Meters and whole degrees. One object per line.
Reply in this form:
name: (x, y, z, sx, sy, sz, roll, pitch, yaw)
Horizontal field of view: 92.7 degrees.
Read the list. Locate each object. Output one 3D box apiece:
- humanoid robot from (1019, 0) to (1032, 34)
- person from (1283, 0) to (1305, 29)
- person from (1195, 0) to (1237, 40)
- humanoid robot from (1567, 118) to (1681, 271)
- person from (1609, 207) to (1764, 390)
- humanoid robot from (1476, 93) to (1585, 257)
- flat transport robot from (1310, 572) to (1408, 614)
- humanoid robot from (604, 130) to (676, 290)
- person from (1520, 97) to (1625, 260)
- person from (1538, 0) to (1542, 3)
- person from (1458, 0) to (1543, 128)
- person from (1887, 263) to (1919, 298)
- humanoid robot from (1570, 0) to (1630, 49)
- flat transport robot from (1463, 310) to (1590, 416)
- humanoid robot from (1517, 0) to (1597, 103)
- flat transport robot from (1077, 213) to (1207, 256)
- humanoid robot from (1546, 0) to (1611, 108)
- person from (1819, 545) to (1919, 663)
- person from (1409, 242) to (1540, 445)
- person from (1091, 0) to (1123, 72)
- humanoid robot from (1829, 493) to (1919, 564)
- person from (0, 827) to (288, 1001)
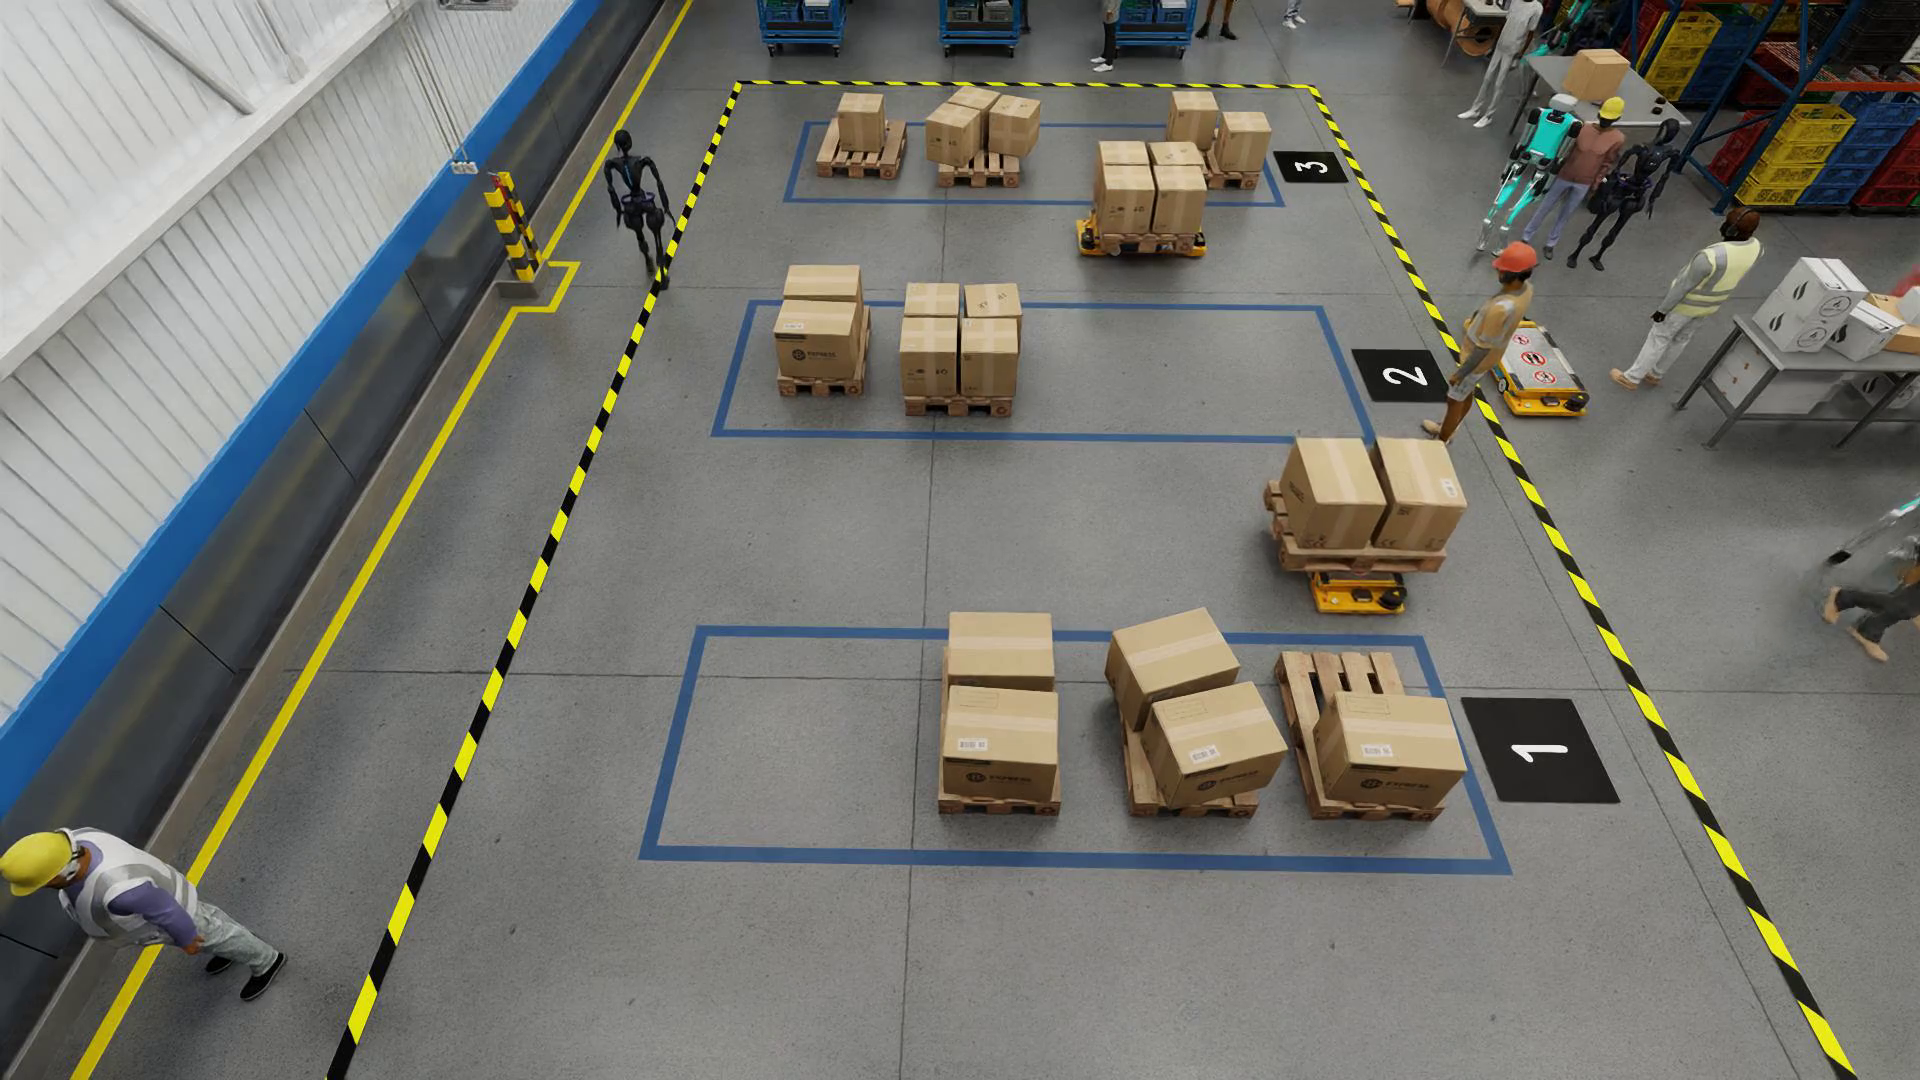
humanoid robot: (0.997, -8.774, 14.203, 0.307, 1.651, 0.616, 13, 50, 11)
person: (5.461, -9.019, 14.362, 0.287, 1.745, 0.486, 35, 58, 26)
person: (4.106, -8.635, 13.938, 0.664, 1.894, 0.391, -2, 49, -1)
humanoid robot: (7.108, -3.653, 9.752, 0.599, 1.659, 0.315, 10, 50, 8)
person: (6.653, -2.158, 8.370, 0.629, 1.835, 0.429, -11, 50, -10)
humanoid robot: (5.967, -3.809, 9.771, 0.735, 1.676, 0.533, -35, 58, -26)
flat transport robot: (3.133, -0.022, 7.534, 0.652, 0.197, 1.431, 1, 49, 1)
humanoid robot: (-3.338, -3.503, 9.645, 0.610, 1.632, 0.646, -7, 50, -6)
person: (6.648, -3.891, 9.909, 0.525, 1.768, 0.328, 21, 52, 17)
person: (8.591, -8.410, 13.641, 0.367, 2.044, 0.607, -34, 57, -26)
person: (7.153, -6.401, 12.018, 0.311, 1.864, 0.528, -17, 51, -14)
person: (9.979, -2.962, 9.029, 0.869, 1.890, 0.603, 20, 52, 16)
humanoid robot: (9.928, -8.206, 13.737, 0.794, 1.623, 0.587, 3, 49, 3)
flat transport robot: (5.573, -1.757, 9.054, 0.659, 0.231, 1.431, 1, 49, 1)
humanoid robot: (8.074, -6.873, 12.530, 0.535, 1.798, 0.798, -32, 56, -24)
flat transport robot: (2.092, -3.555, 10.592, 1.431, 0.197, 0.652, 1, 49, 1)
humanoid robot: (8.227, -6.454, 12.195, 0.484, 1.659, 0.603, 7, 50, 6)
person: (6.826, 0.148, 6.369, 0.527, 1.835, 0.486, -13, 50, -11)
person: (4.321, -1.552, 7.713, 0.406, 2.030, 0.607, 36, 58, 27)
person: (2.141, -7.758, 13.203, 0.396, 1.850, 0.588, 2, 49, 2)
humanoid robot: (7.440, -0.360, 6.889, 0.978, 1.765, 0.531, -10, 50, -8)
person: (-4.226, 1.957, 4.810, 0.585, 1.824, 0.404, 24, 53, 19)
